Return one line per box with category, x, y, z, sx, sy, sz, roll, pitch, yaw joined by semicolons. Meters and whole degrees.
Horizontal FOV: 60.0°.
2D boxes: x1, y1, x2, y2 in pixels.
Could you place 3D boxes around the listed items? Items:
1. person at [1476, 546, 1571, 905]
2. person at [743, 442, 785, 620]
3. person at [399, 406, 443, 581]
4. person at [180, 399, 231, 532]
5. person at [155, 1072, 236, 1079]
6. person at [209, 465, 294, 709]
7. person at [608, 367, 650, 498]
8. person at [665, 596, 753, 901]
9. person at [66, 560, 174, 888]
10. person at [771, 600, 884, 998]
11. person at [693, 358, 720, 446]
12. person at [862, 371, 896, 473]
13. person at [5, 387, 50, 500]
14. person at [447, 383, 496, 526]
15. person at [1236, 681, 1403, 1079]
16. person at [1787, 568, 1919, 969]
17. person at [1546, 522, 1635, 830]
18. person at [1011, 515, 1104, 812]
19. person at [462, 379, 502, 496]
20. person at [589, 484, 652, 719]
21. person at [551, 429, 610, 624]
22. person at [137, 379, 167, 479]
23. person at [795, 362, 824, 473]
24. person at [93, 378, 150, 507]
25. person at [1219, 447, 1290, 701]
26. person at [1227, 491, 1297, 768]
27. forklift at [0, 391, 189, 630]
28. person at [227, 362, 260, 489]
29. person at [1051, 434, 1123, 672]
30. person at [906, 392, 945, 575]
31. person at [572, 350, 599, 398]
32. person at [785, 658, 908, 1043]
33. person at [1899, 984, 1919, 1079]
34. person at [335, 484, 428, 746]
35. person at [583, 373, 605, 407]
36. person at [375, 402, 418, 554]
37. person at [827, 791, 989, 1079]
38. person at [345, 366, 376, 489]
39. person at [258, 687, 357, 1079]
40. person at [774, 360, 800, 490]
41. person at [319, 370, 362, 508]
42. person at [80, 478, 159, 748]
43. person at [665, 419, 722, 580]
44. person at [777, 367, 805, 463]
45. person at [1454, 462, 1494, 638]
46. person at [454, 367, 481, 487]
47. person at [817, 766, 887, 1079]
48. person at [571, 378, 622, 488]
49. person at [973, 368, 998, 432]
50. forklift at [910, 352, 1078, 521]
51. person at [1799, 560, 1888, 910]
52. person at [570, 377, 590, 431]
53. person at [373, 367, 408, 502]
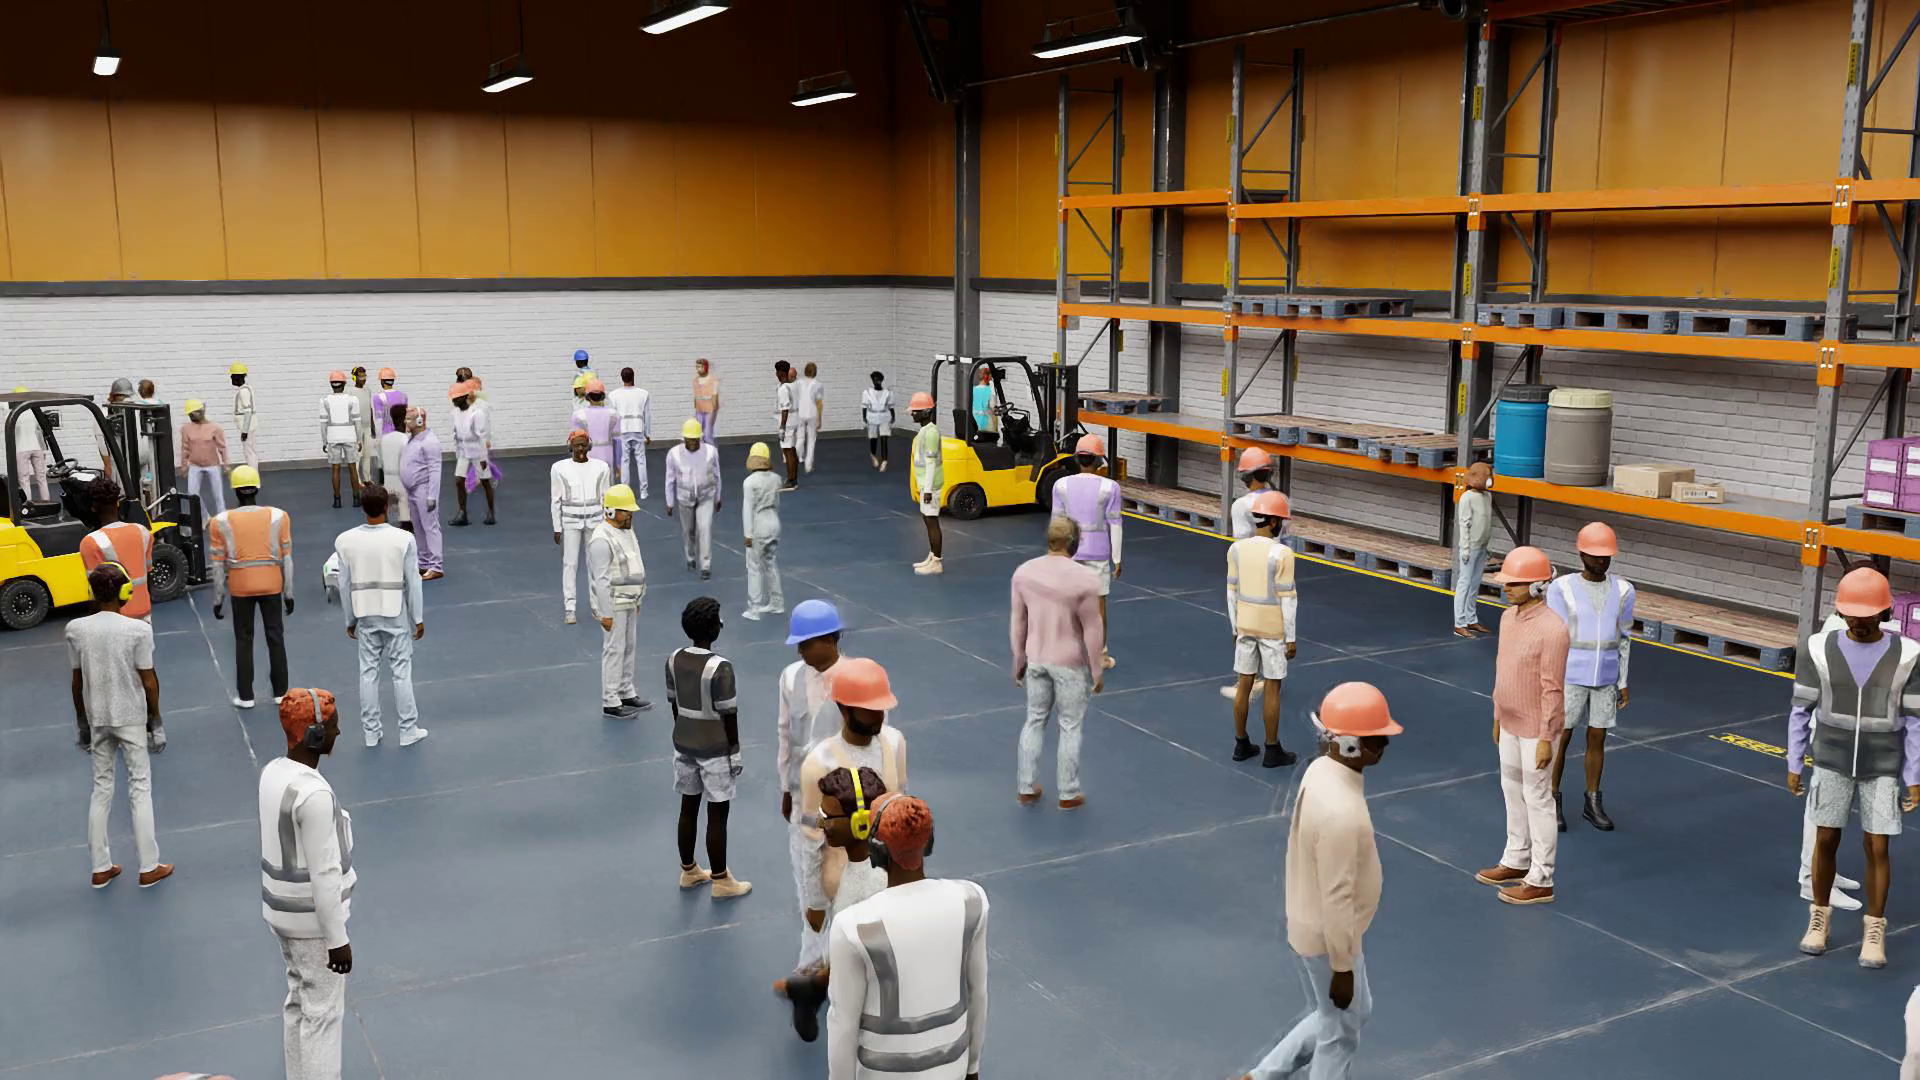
person;3.113;1.014;9.200;0.403;1.987;0.608;-2;10;-12
person;-1.952;-0.097;16.324;0.351;1.722;0.520;7;12;37
person;-5.915;-0.514;18.204;0.403;1.911;0.637;-9;13;-41
person;-9.548;-0.926;21.045;0.625;1.741;0.395;-1;10;-5
person;-1.557;2.035;3.572;0.399;1.902;0.649;2;10;9
person;-5.554;0.368;13.082;0.596;1.924;0.378;-5;11;-26
person;-4.778;-1.542;24.102;0.590;1.916;0.399;-3;10;-17
person;-1.404;1.150;9.227;0.535;1.699;0.318;8;13;40
person;-4.763;1.043;9.400;0.506;1.858;0.343;0;10;2
person;-0.629;1.240;8.119;0.673;1.911;0.678;5;11;26
person;-4.206;-2.106;27.623;0.564;1.824;0.465;7;12;34
person;-1.323;-1.960;27.244;0.562;1.660;0.761;0;10;1
person;-12.623;-1.189;22.496;0.316;1.769;0.524;7;12;35
person;-6.389;-1.103;21.680;0.543;1.890;0.671;4;11;24
person;1.400;1.499;6.387;0.520;1.981;0.640;1;10;7
person;4.507;1.133;8.389;0.620;2.028;0.410;6;12;31
person;3.888;0.844;10.298;0.545;1.938;0.356;0;10;-1
person;0.627;0.801;10.658;0.634;1.924;0.404;6;12;33
person;-7.091;-1.527;24.567;0.583;1.724;0.636;5;11;27
person;-2.622;0.469;12.808;0.403;1.820;0.603;2;10;10
person;-3.657;-0.136;16.105;0.575;1.883;0.355;-5;11;-24
person;-11.163;-1.315;23.029;0.483;1.835;0.523;7;12;36
person;-2.459;-1.952;26.757;0.532;1.818;0.567;2;10;14
person;-10.372;-1.019;20.728;0.538;2.000;0.683;4;11;23
person;2.347;0.283;13.299;0.624;2.040;0.486;-8;13;-39
person;2.127;0.620;11.618;0.542;1.928;0.374;10;14;44
forklift;-9.026;-0.363;16.508;1.214;2.155;2.313;6;11;29
person;-10.760;-1.706;25.007;0.374;1.928;0.584;-4;11;-23
person;1.095;0.110;14.229;0.615;2.038;0.395;3;10;19
person;-0.387;-0.626;18.511;0.417;2.035;0.601;-2;10;-10
person;-6.302;-2.235;28.029;0.422;1.938;0.607;4;11;21
person;-0.478;1.411;7.114;0.783;1.920;0.550;8;13;39
person;3.030;1.832;4.749;0.677;1.886;0.618;2;10;12
person;-4.184;0.549;12.046;0.592;1.922;0.392;0;10;-2
person;-5.560;-1.643;25.117;0.326;1.765;0.533;5;11;25
person;-6.195;-0.560;18.403;0.628;1.929;0.934;6;11;29
person;-0.163;1.732;5.380;0.574;1.876;0.355;-6;12;-32
person;-9.030;-1.691;25.126;0.335;1.865;0.503;4;11;23
person;-2.587;1.509;6.656;0.360;1.879;0.582;-8;13;-38
person;-2.610;-1.725;25.018;0.373;1.962;0.607;2;10;10
person;-8.652;-1.404;23.274;0.543;1.928;0.373;-3;10;-17
person;-6.087;0.528;12.046;0.373;1.963;0.607;3;10;16
person;-2.952;-0.479;18.448;0.615;1.767;0.896;-2;10;-9
person;-2.846;-2.107;28.140;0.515;1.641;0.314;-1;10;-6
person;4.814;0.086;15.532;0.286;1.636;0.498;9;14;43
person;-7.513;-1.729;25.442;0.429;1.831;0.631;-2;10;-9
person;-0.329;1.680;5.738;0.327;1.856;0.508;-2;10;-9
person;-4.478;-0.975;20.489;0.614;2.038;0.397;-5;11;-25
person;0.340;-1.672;25.072;0.563;1.839;0.392;9;13;42
forklift;0.460;-1.461;22.833;2.313;2.155;1.214;-5;11;-28
person;4.853;1.049;9.192;0.393;1.915;0.587;6;11;29
person;-5.562;-1.546;24.621;0.492;1.742;0.324;5;11;25
person;-8.170;-1.509;23.845;0.360;1.936;0.552;7;12;34
